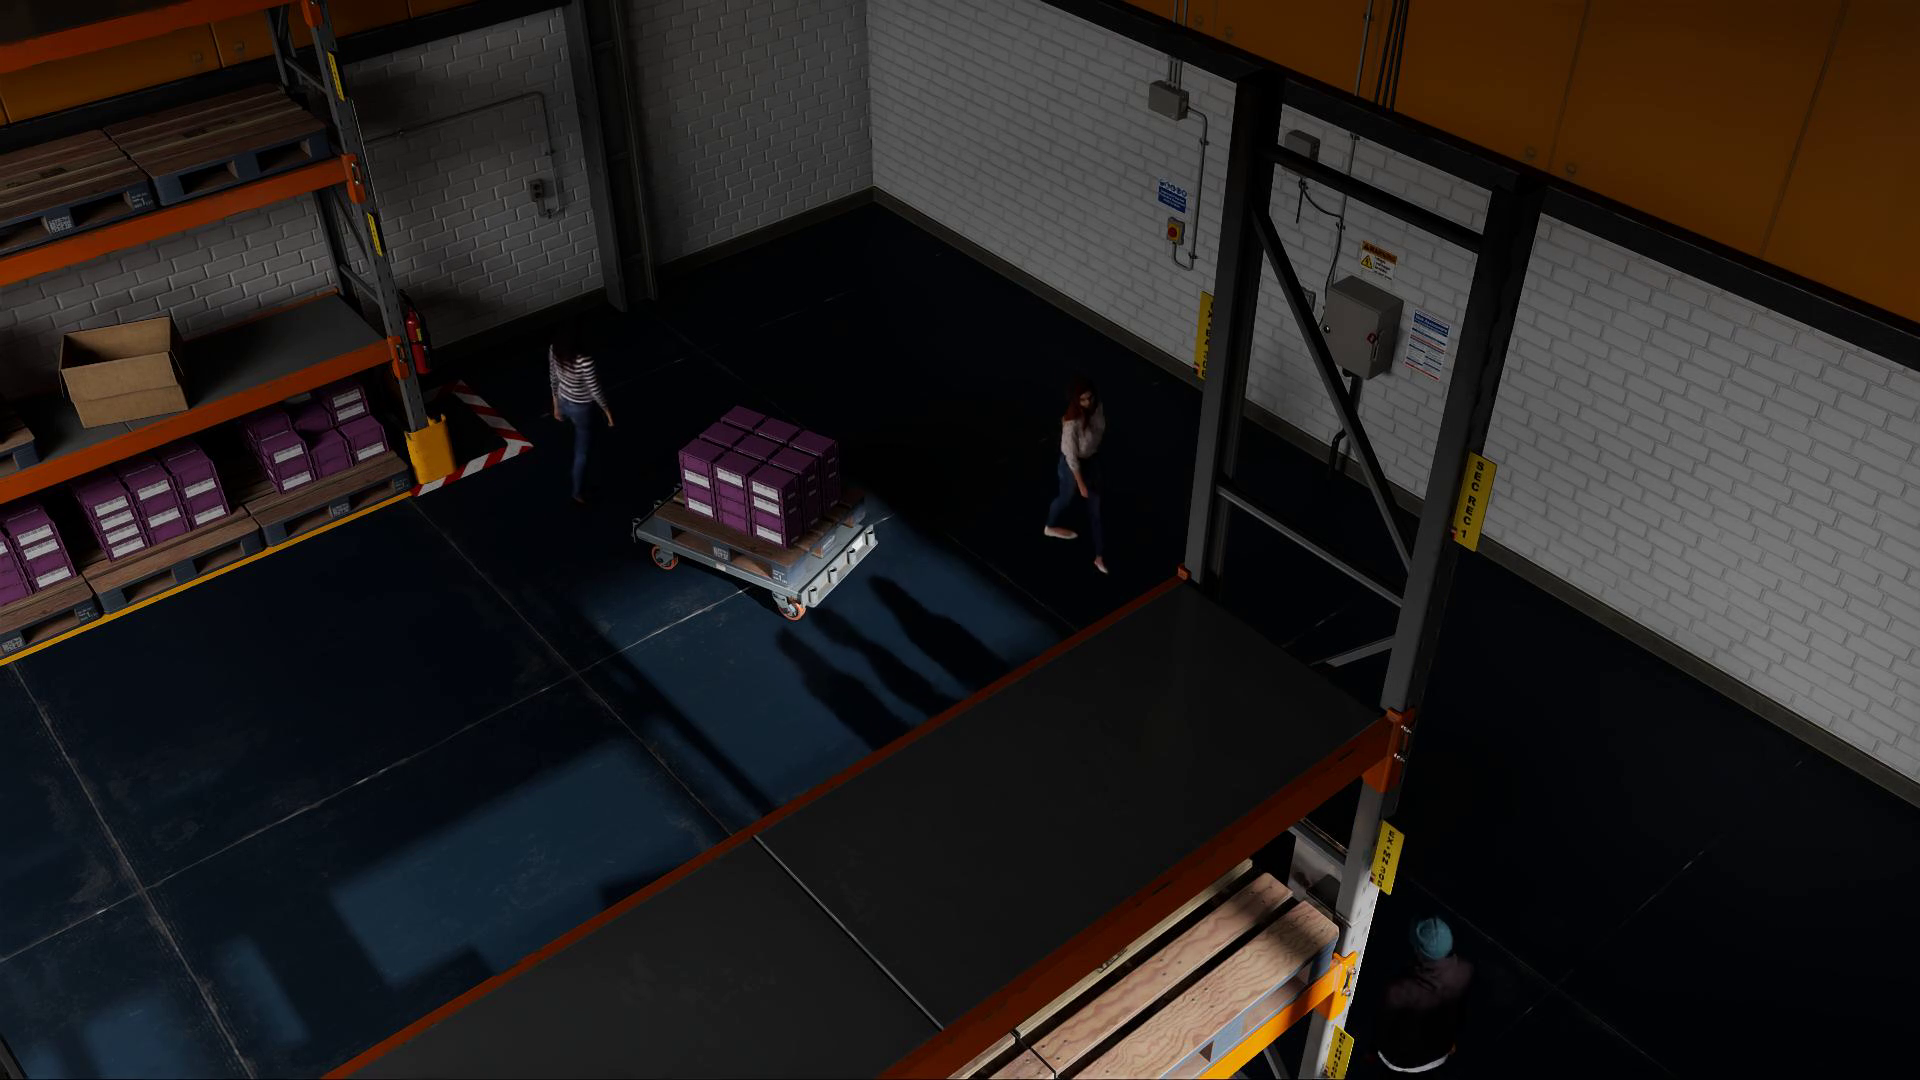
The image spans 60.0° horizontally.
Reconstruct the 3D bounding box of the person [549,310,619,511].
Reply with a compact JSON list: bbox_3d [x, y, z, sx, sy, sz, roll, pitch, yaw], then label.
[{"bbox_3d":[-2.929,-0.898,12.536,0.701,1.767,0.728,21,43,24],"label":"person"}]

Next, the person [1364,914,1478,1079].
[{"bbox_3d":[2.270,2.554,8.192,0.843,1.793,0.859,-13,40,-15],"label":"person"}]

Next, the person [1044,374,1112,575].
[{"bbox_3d":[0.844,-0.578,12.211,0.710,1.673,0.933,31,48,33],"label":"person"}]
